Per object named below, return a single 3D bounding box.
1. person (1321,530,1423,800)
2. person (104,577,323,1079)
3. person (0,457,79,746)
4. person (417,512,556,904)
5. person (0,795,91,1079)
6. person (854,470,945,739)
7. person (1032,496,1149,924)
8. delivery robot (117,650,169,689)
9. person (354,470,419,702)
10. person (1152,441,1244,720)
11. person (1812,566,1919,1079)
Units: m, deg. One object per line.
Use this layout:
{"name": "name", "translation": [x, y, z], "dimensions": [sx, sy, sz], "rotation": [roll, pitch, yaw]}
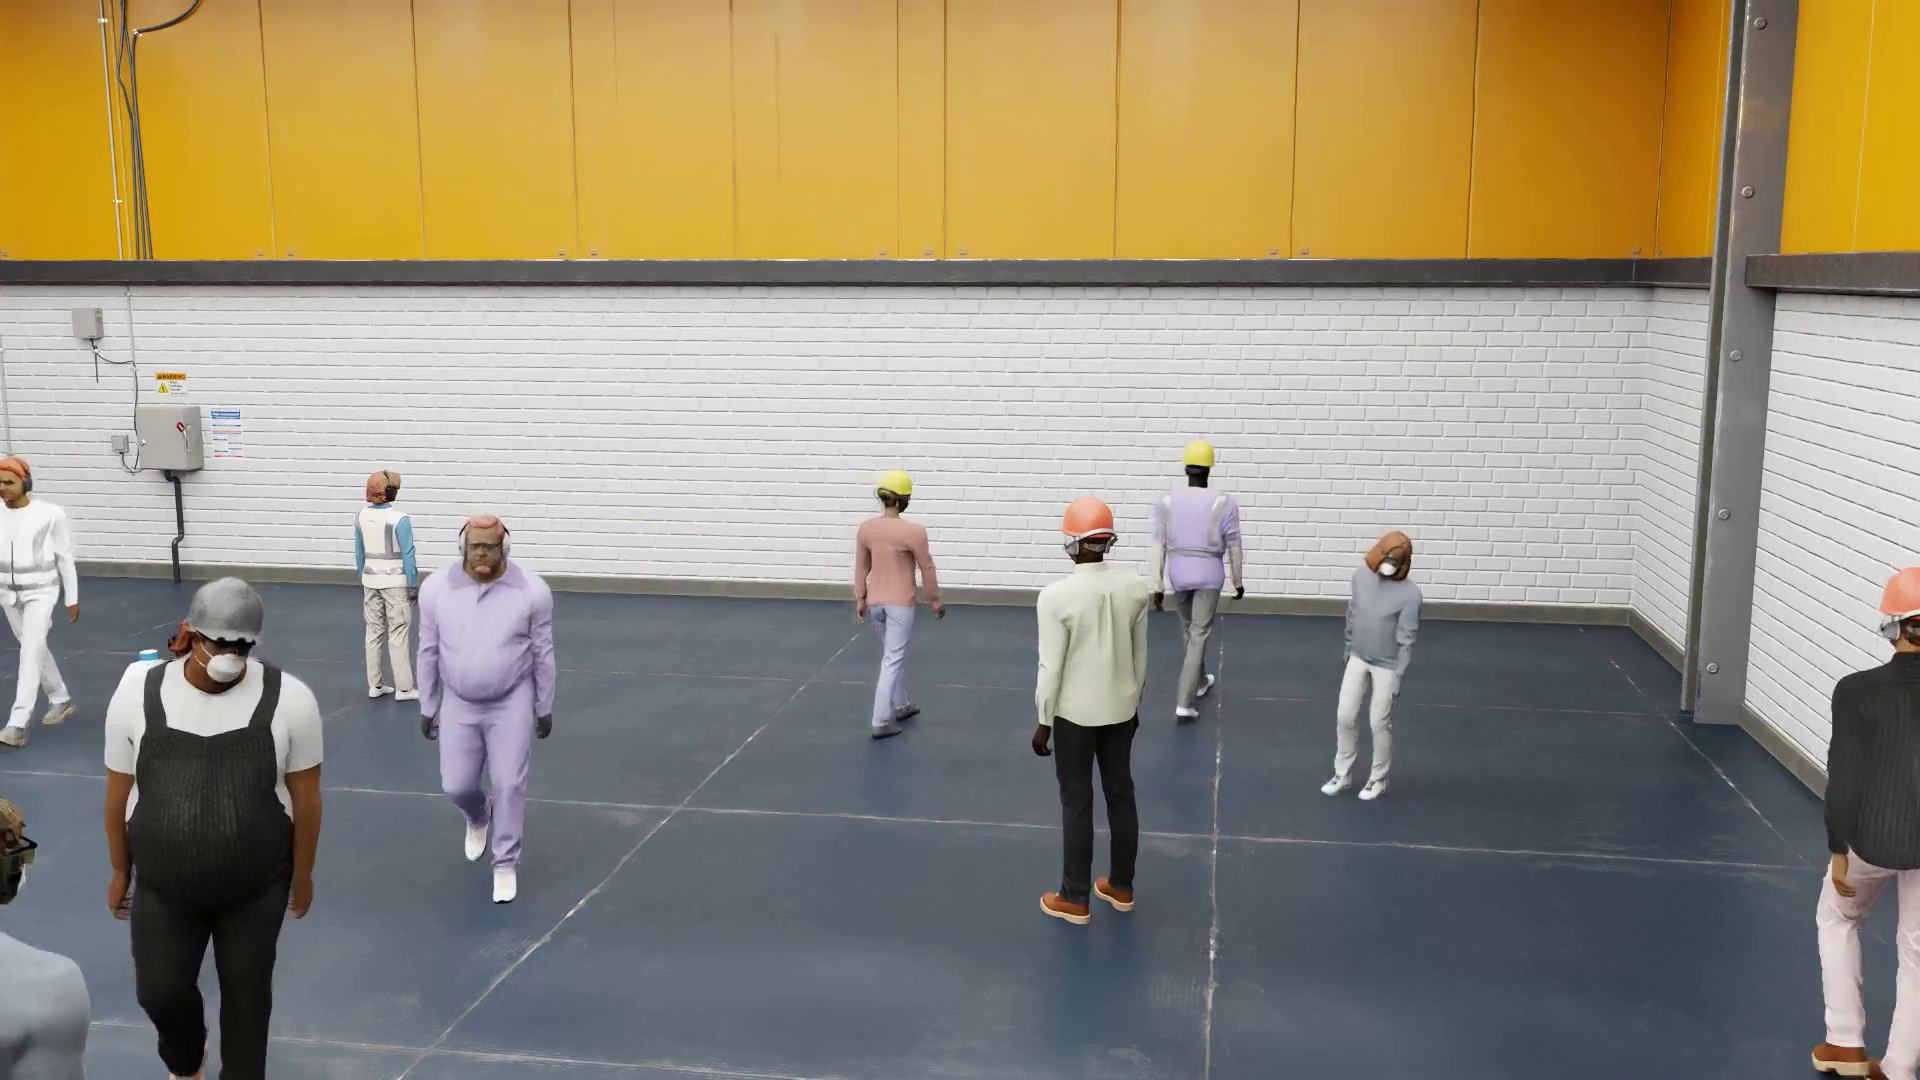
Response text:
{"name": "person", "translation": [2.358, 0.716, 9.417], "dimensions": [0.455, 1.595, 0.570], "rotation": [-8, 12, -41]}
{"name": "person", "translation": [-2.545, 1.102, 5.700], "dimensions": [0.714, 2.000, 0.542], "rotation": [-3, 10, -18]}
{"name": "person", "translation": [-6.100, 0.378, 10.813], "dimensions": [0.603, 1.831, 1.006], "rotation": [0, 9, 0]}
{"name": "person", "translation": [-2.298, 0.781, 8.120], "dimensions": [0.651, 1.889, 0.586], "rotation": [-1, 9, -9]}
{"name": "person", "translation": [-2.175, 1.500, 3.602], "dimensions": [0.645, 1.921, 0.561], "rotation": [2, 9, 12]}
{"name": "person", "translation": [-0.374, 0.404, 10.934], "dimensions": [0.529, 1.737, 0.767], "rotation": [7, 11, 36]}
{"name": "person", "translation": [0.601, 0.789, 7.768], "dimensions": [0.612, 1.996, 0.388], "rotation": [-5, 11, -30]}
{"name": "delivery robot", "translation": [-5.277, 0.961, 10.851], "dimensions": [0.477, 0.478, 0.707], "rotation": [-3, 10, -21]}
{"name": "person", "translation": [-4.029, 0.327, 11.714], "dimensions": [0.521, 1.640, 0.307], "rotation": [4, 10, 25]}
{"name": "person", "translation": [1.628, 0.259, 11.435], "dimensions": [0.592, 1.870, 1.036], "rotation": [5, 10, 27]}
{"name": "person", "translation": [3.438, 1.073, 6.083], "dimensions": [0.622, 1.976, 0.529], "rotation": [2, 9, 9]}
